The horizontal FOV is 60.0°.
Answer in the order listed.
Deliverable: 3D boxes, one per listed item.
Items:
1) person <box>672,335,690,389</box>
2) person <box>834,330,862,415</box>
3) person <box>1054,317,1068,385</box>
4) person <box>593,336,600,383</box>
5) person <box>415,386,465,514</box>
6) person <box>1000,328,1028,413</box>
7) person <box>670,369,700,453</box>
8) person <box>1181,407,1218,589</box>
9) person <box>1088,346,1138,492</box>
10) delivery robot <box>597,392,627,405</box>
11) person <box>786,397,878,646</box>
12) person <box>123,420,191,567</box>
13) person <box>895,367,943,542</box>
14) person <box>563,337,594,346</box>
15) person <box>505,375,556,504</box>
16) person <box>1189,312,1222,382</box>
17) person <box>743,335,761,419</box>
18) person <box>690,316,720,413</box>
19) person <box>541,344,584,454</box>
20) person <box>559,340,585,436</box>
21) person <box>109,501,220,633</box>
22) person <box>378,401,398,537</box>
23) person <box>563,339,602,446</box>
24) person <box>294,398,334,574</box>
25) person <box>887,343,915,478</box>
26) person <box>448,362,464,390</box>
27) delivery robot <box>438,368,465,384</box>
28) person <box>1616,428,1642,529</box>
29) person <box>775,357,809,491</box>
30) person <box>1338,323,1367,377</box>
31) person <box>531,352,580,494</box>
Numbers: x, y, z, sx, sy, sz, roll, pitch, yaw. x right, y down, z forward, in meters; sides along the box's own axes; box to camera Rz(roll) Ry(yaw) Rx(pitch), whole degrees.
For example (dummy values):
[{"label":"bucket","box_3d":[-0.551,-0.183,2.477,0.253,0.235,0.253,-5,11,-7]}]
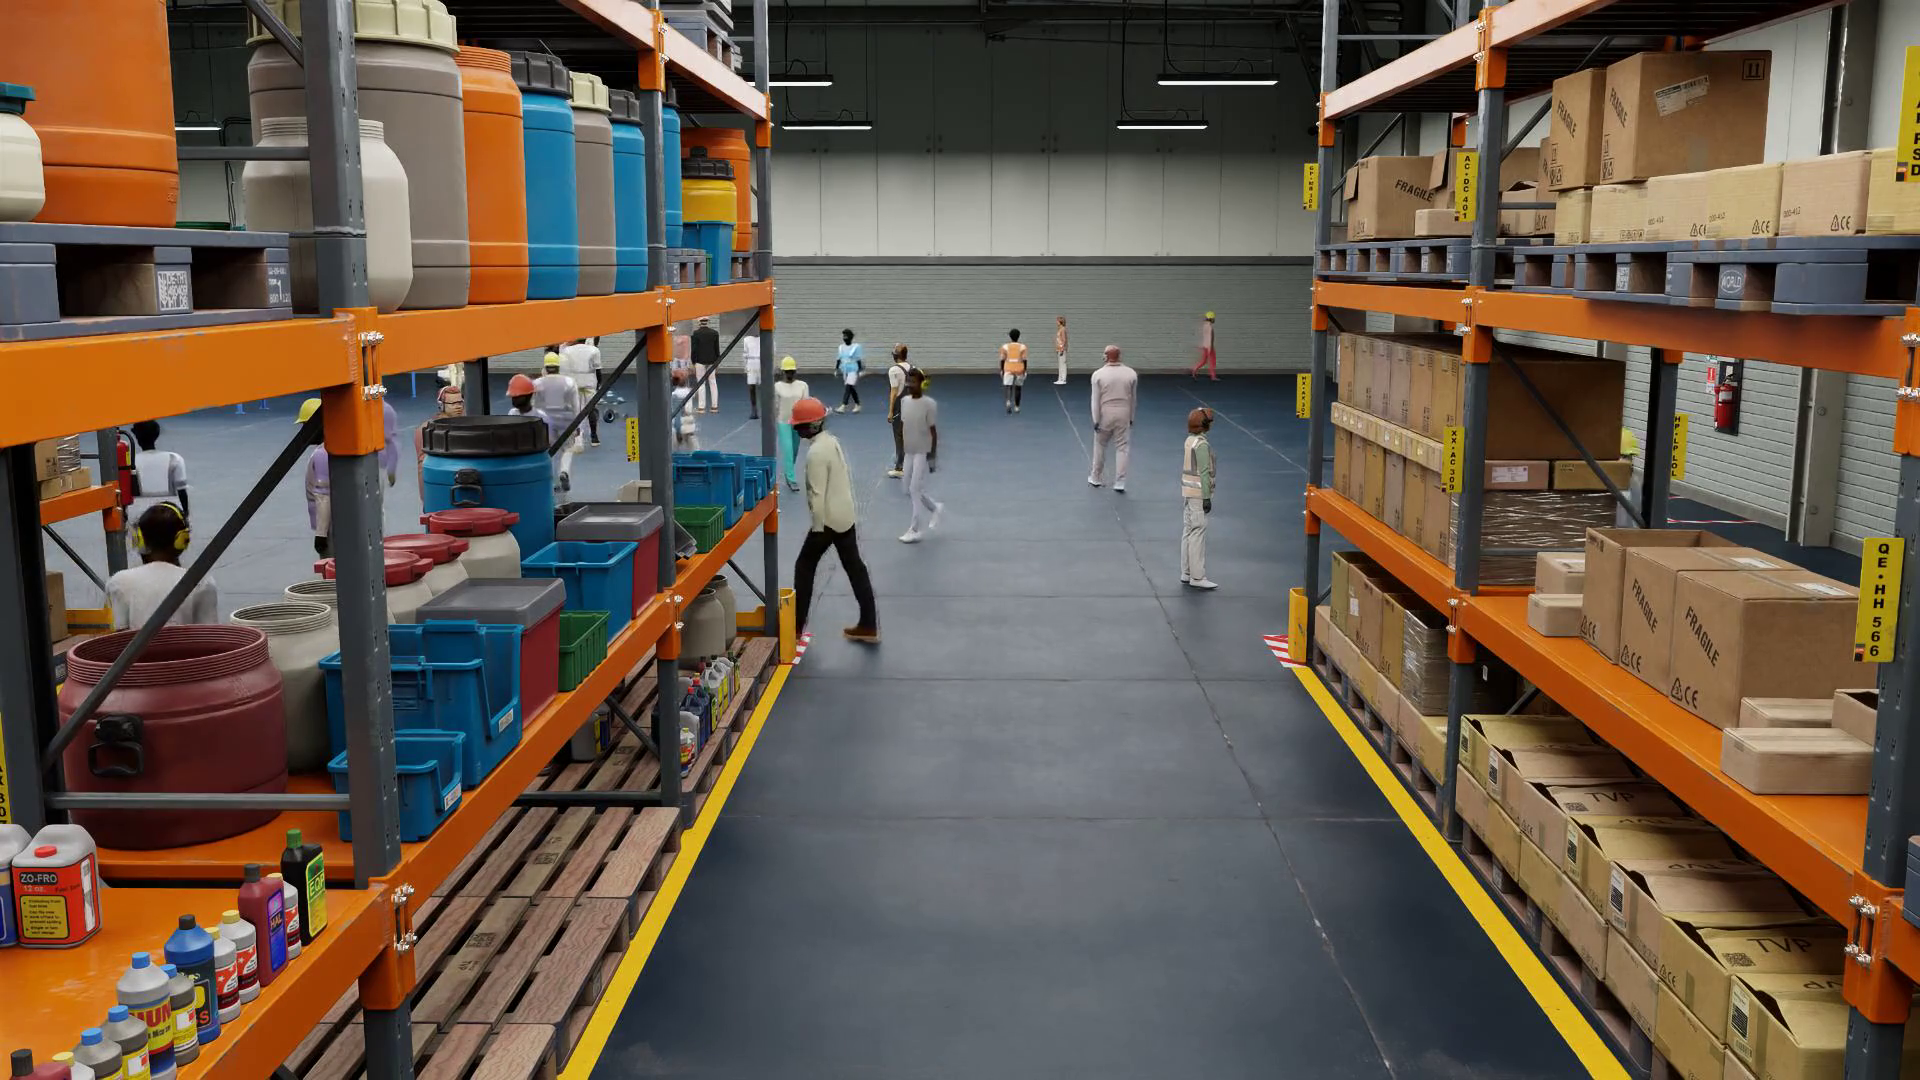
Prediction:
[{"label":"person","box_3d":[-6.080,-3.957,36.269,0.541,1.725,0.524,7,12,35]},{"label":"person","box_3d":[-2.187,-3.284,32.476,0.546,1.643,0.890,7,12,36]},{"label":"person","box_3d":[2.454,-4.587,40.317,0.310,1.642,0.514,-1,10,-7]},{"label":"person","box_3d":[-9.048,-4.807,40.567,0.537,2.000,0.678,4,10,22]},{"label":"person","box_3d":[-4.315,-0.368,14.252,0.405,1.906,0.653,7,12,36]},{"label":"person","box_3d":[1.057,-3.314,32.630,0.537,1.668,0.799,0,9,3]},{"label":"person","box_3d":[-3.620,-1.412,21.463,0.884,1.586,0.524,3,10,18]},{"label":"person","box_3d":[2.176,-0.391,15.174,0.307,1.645,0.517,-1,10,-8]},{"label":"person","box_3d":[1.976,-1.596,21.734,0.643,1.870,0.895,-2,10,-10]},{"label":"delivery robot","box_3d":[-6.551,-2.657,31.075,0.335,0.223,0.698,7,12,34]},{"label":"person","box_3d":[-1.074,-0.141,12.846,0.870,1.927,0.635,2,10,14]},{"label":"person","box_3d":[-6.652,-0.174,13.729,0.542,1.678,0.382,-7,12,-36]},{"label":"person","box_3d":[-0.436,-0.932,17.801,0.530,1.852,0.659,9,13,44]},{"label":"person","box_3d":[-7.912,-3.742,34.537,0.633,1.896,1.043,-7,12,-36]},{"label":"person","box_3d":[-4.161,-0.625,15.845,0.564,1.883,0.973,6,11,31]},{"label":"person","box_3d":[6.126,-4.810,41.357,0.740,1.740,0.527,-2,10,-13]},{"label":"person","box_3d":[-3.839,-3.277,31.643,0.563,1.918,0.592,2,10,12]},{"label":"person","box_3d":[-5.032,-3.503,32.773,0.623,1.989,0.400,-7,12,-34]},{"label":"person","box_3d":[-6.251,-2.204,25.630,0.974,1.783,0.642,-8,12,-40]},{"label":"person","box_3d":[-6.513,-2.639,28.044,0.645,1.841,1.019,1,10,5]},{"label":"person","box_3d":[-3.762,0.726,7.966,0.538,1.826,0.979,0,9,2]},{"label":"person","box_3d":[-5.760,-0.671,16.023,0.662,1.916,0.701,-1,10,-6]},{"label":"person","box_3d":[-6.075,-2.494,26.802,0.614,1.964,0.361,-1,10,-9]},{"label":"person","box_3d":[-4.882,-0.132,12.827,0.392,1.915,0.584,-2,10,-12]},{"label":"person","box_3d":[-0.801,-1.791,22.959,0.327,1.844,0.514,8,13,41]},{"label":"person","box_3d":[-11.262,-4.025,37.057,0.509,1.605,0.758,-3,10,-17]},{"label":"delivery robot","box_3d":[-11.989,-3.900,39.292,0.707,0.478,0.477,5,11,29]},{"label":"person","box_3d":[4.633,0.085,11.905,0.617,1.787,0.941,-5,11,-26]},{"label":"person","box_3d":[-2.233,-1.548,21.831,0.521,1.729,0.875,-5,11,-26]},{"label":"person","box_3d":[6.501,-2.607,27.256,0.608,2.044,0.378,4,10,20]},{"label":"person","box_3d":[-5.147,-1.484,21.179,0.611,1.821,0.490,-2,10,-10]}]
